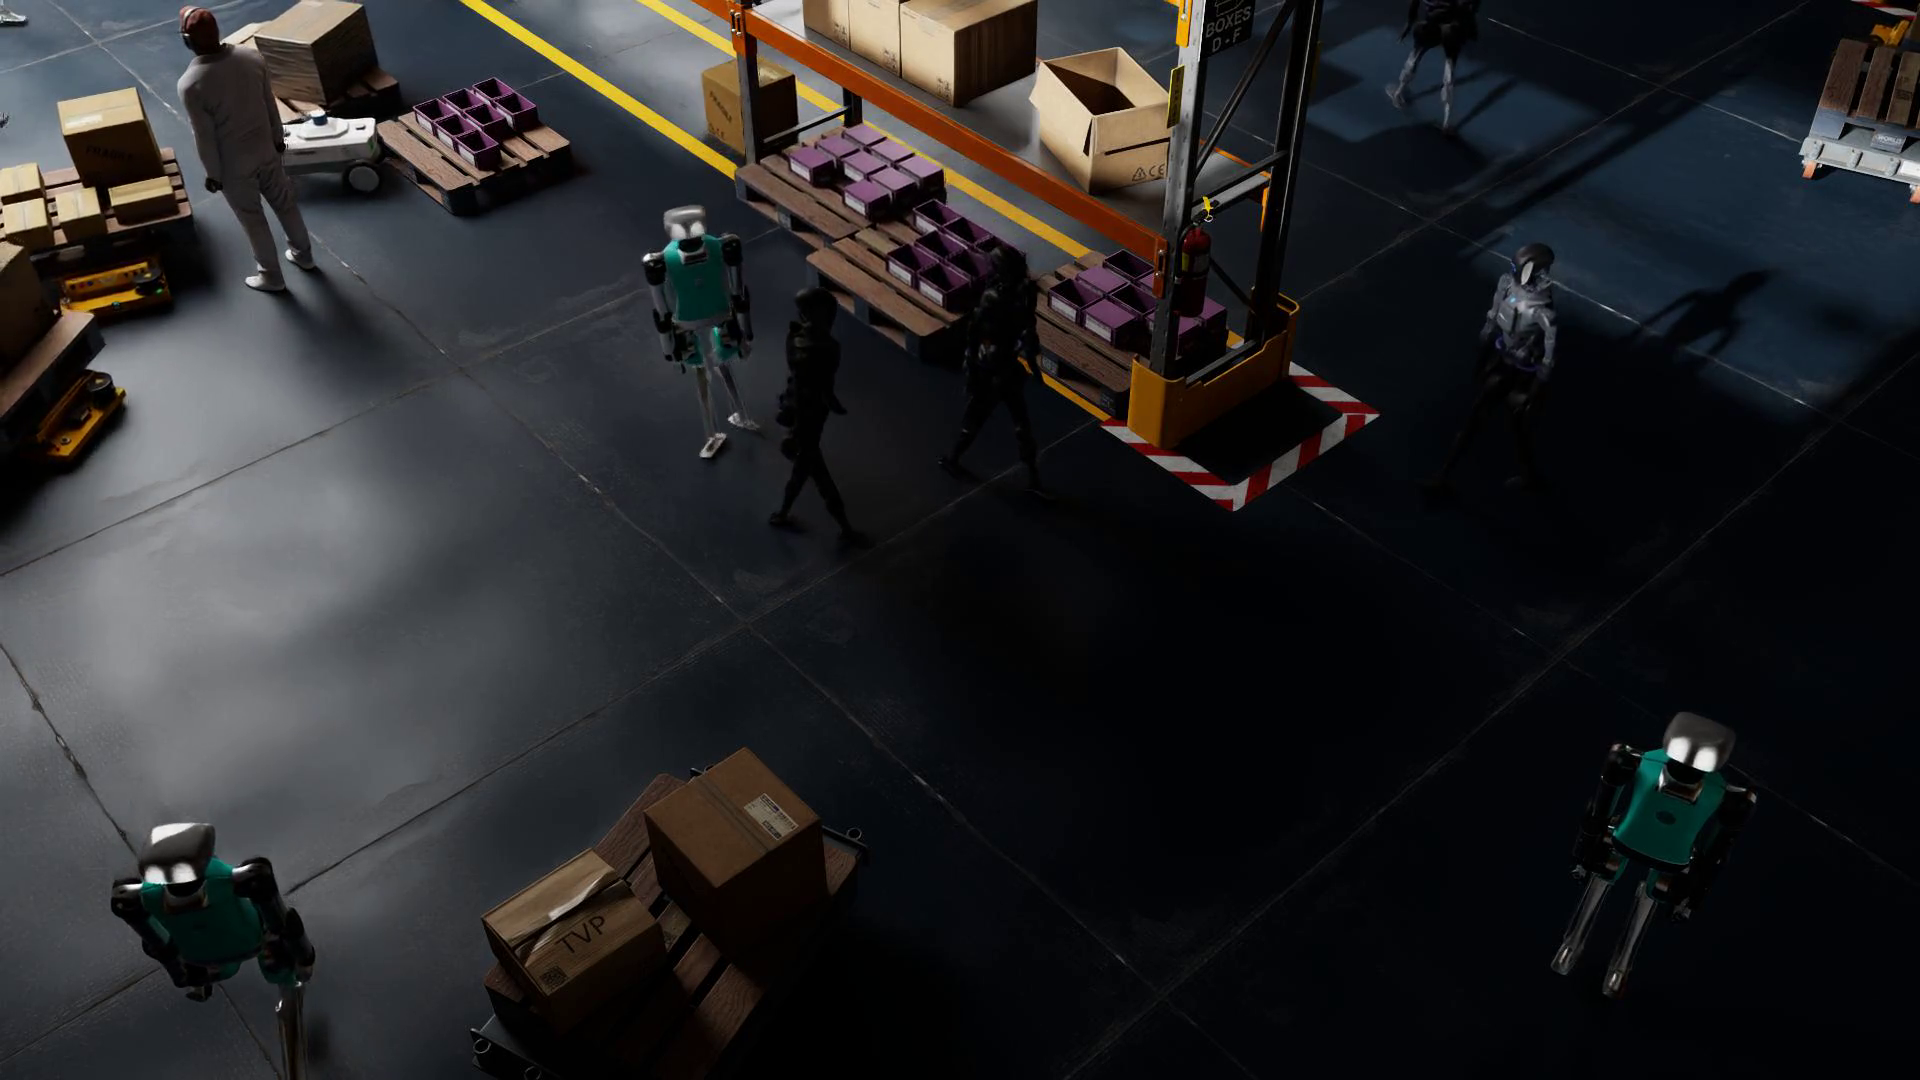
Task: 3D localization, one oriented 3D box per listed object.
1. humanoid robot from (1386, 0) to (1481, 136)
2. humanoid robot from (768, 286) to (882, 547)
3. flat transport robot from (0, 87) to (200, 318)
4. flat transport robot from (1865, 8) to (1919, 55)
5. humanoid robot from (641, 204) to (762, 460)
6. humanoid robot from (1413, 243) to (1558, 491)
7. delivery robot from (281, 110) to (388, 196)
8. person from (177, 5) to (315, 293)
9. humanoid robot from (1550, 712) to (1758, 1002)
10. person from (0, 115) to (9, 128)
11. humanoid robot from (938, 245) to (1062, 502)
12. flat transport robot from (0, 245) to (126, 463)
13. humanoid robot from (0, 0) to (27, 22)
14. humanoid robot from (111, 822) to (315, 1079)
[{"bbox_3d":[3.550,-3.857,12.274,0.616,1.626,0.764,-9,43,-9],"label":"humanoid robot"},{"bbox_3d":[-0.752,-0.643,8.776,0.710,1.631,0.595,8,43,9],"label":"humanoid robot"},{"bbox_3d":[-5.776,-1.968,11.235,0.659,0.231,1.431,-18,46,-19],"label":"flat transport robot"},{"bbox_3d":[7.989,-3.820,13.250,1.431,0.231,0.659,24,48,24],"label":"flat transport robot"},{"bbox_3d":[-1.452,-1.211,9.327,0.605,1.781,0.816,-14,44,-15],"label":"humanoid robot"},{"bbox_3d":[3.001,-0.879,9.050,0.784,1.626,0.611,-13,44,-14],"label":"humanoid robot"},{"bbox_3d":[-4.494,-2.789,11.929,0.788,0.610,0.499,-7,43,-8],"label":"delivery robot"},{"bbox_3d":[-4.576,-2.471,10.575,0.406,1.904,0.651,20,46,21],"label":"person"},{"bbox_3d":[2.758,1.184,6.649,0.531,1.699,0.724,21,47,21],"label":"humanoid robot"},{"bbox_3d":[-7.591,-3.589,11.927,0.853,1.725,0.525,-7,43,-7],"label":"person"},{"bbox_3d":[0.207,-0.905,9.078,0.780,1.626,0.590,31,51,29],"label":"humanoid robot"},{"bbox_3d":[-5.842,-0.788,9.952,1.431,0.231,0.659,6,43,6],"label":"flat transport robot"},{"bbox_3d":[-7.994,-4.945,13.465,0.746,1.890,0.542,4,43,4],"label":"humanoid robot"},{"bbox_3d":[-2.743,1.482,6.407,0.542,1.725,1.024,-9,43,-10],"label":"humanoid robot"}]
